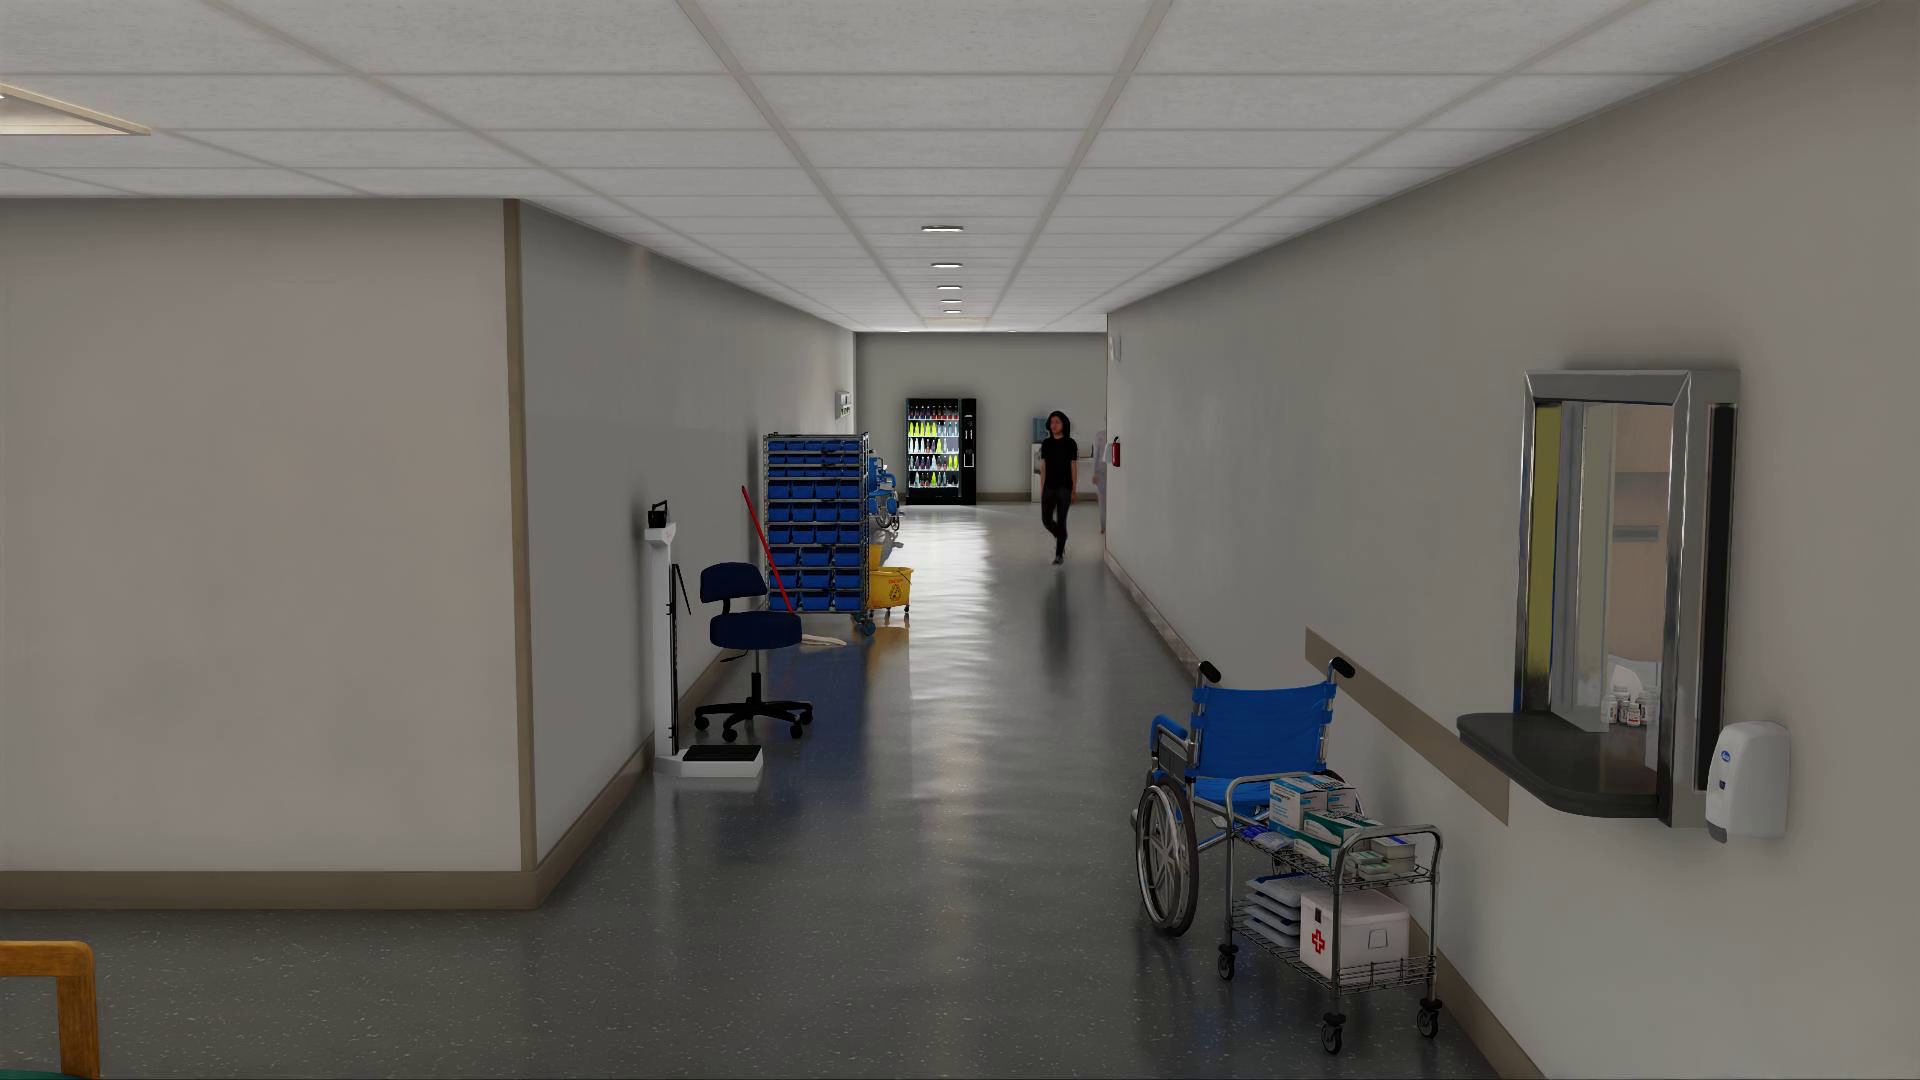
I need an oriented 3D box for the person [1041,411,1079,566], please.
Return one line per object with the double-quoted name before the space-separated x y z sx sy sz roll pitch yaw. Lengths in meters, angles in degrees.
"person" 1.206 -0.627 19.815 0.915 1.818 0.894 2 6 23
